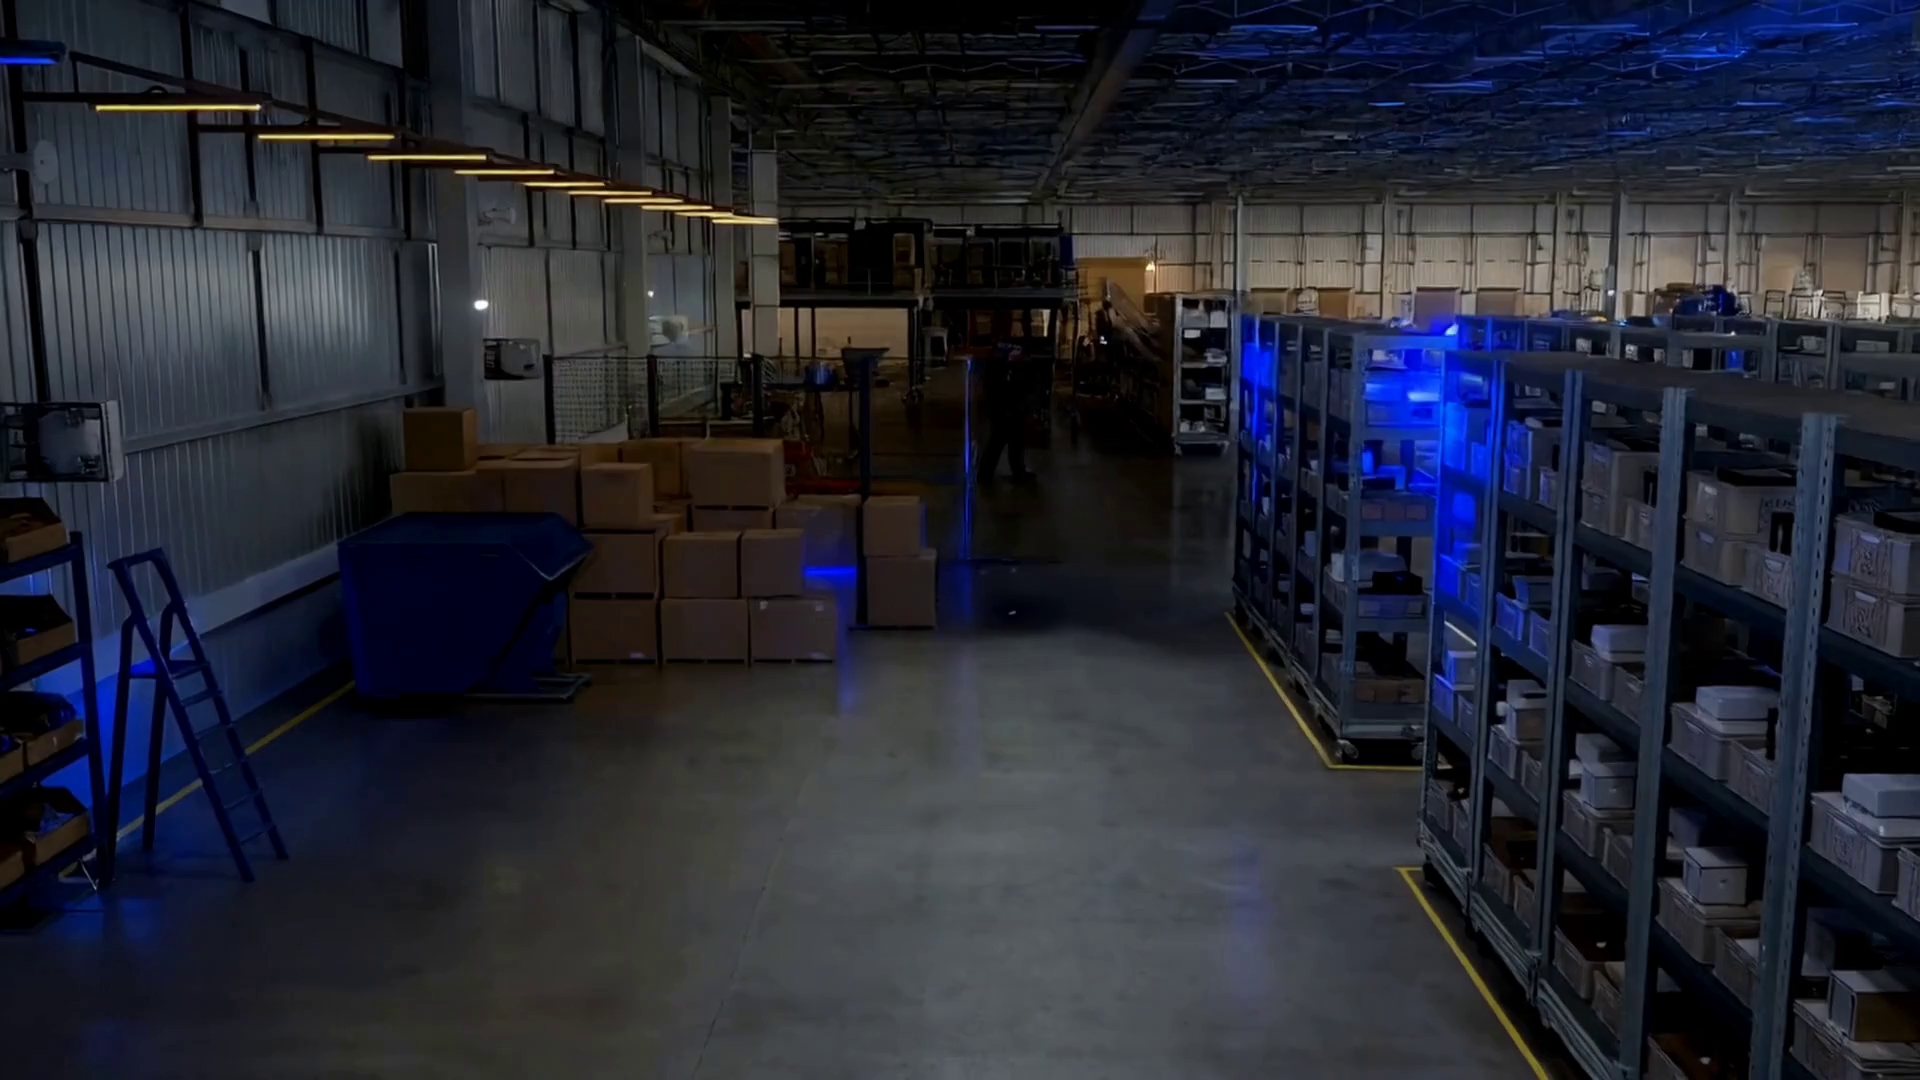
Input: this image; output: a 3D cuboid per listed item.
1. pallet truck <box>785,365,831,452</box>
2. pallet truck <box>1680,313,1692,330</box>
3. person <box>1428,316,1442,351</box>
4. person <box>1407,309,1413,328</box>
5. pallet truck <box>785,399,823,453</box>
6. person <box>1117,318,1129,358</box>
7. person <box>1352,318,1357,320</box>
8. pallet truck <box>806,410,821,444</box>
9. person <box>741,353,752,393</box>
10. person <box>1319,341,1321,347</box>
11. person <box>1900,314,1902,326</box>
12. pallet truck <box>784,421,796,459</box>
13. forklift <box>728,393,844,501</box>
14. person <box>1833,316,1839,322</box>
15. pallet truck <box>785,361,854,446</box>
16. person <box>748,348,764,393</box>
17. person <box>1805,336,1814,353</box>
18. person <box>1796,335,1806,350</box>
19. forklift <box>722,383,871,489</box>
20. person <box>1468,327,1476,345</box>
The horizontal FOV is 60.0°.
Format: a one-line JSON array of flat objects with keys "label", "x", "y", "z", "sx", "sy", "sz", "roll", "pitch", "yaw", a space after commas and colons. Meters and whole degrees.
[{"label": "pallet truck", "x": -3.774, "y": -2.976, "z": 37.635, "sx": 1.885, "sy": 1.965, "sz": 0.823, "roll": 1, "pitch": 9, "yaw": 5}, {"label": "pallet truck", "x": 36.315, "y": -10.531, "z": 84.244, "sx": 0.823, "sy": 1.965, "sz": 1.885, "roll": -6, "pitch": 11, "yaw": -33}, {"label": "person", "x": 24.183, "y": -10.549, "z": 85.017, "sx": 0.627, "sy": 1.793, "sz": 0.977, "roll": -9, "pitch": 13, "yaw": -43}, {"label": "person", "x": 25.595, "y": -12.176, "z": 94.639, "sx": 0.395, "sy": 1.920, "sz": 0.585, "roll": 6, "pitch": 11, "yaw": 31}, {"label": "pallet truck", "x": -3.814, "y": -2.432, "z": 36.419, "sx": 1.630, "sy": 1.274, "sz": 0.653, "roll": 0, "pitch": 9, "yaw": 1}, {"label": "person", "x": 7.657, "y": -9.471, "z": 78.051, "sx": 0.583, "sy": 1.882, "sz": 0.338, "roll": 3, "pitch": 10, "yaw": 19}, {"label": "person", "x": 18.321, "y": -9.442, "z": 77.811, "sx": 0.451, "sy": 1.914, "sz": 0.633, "roll": 0, "pitch": 9, "yaw": 1}, {"label": "pallet truck", "x": -3.559, "y": -2.018, "z": 33.905, "sx": 1.522, "sy": 1.261, "sz": 0.704, "roll": 0, "pitch": 9, "yaw": -1}, {"label": "person", "x": -5.705, "y": -4.119, "z": 45.038, "sx": 0.670, "sy": 1.880, "sz": 0.646, "roll": 2, "pitch": 9, "yaw": 13}, {"label": "person", "x": 14.323, "y": -7.392, "z": 65.110, "sx": 0.540, "sy": 1.930, "sz": 0.386, "roll": 0, "pitch": 9, "yaw": -1}, {"label": "person", "x": 52.260, "y": -11.730, "z": 92.611, "sx": 0.389, "sy": 1.685, "sz": 0.542, "roll": -5, "pitch": 11, "yaw": -30}, {"label": "pallet truck", "x": -4.013, "y": -1.793, "z": 32.705, "sx": 1.601, "sy": 1.201, "sz": 0.680, "roll": 0, "pitch": 9, "yaw": 1}, {"label": "forklift", "x": -2.979, "y": -1.316, "z": 26.476, "sx": 2.680, "sy": 1.987, "sz": 1.157, "roll": 0, "pitch": 9, "yaw": 1}, {"label": "person", "x": 43.336, "y": -10.202, "z": 82.664, "sx": 1.040, "sy": 1.856, "sz": 0.600, "roll": 0, "pitch": 9, "yaw": -2}, {"label": "pallet truck", "x": -3.410, "y": -3.193, "z": 38.978, "sx": 1.885, "sy": 1.965, "sz": 0.823, "roll": 0, "pitch": 9, "yaw": -1}, {"label": "person", "x": -5.455, "y": -4.064, "z": 44.205, "sx": 0.396, "sy": 2.042, "sz": 0.611, "roll": 5, "pitch": 11, "yaw": 29}, {"label": "person", "x": 30.388, "y": -6.415, "z": 59.603, "sx": 0.367, "sy": 1.750, "sz": 0.542, "roll": 6, "pitch": 11, "yaw": 34}, {"label": "person", "x": 30.741, "y": -6.686, "z": 60.909, "sx": 0.328, "sy": 1.873, "sz": 0.521, "roll": -2, "pitch": 9, "yaw": -10}, {"label": "forklift", "x": -2.893, "y": -1.687, "z": 28.729, "sx": 2.680, "sy": 1.987, "sz": 1.157, "roll": 0, "pitch": 9, "yaw": -1}, {"label": "person", "x": 20.419, "y": -7.585, "z": 66.452, "sx": 0.328, "sy": 1.876, "sz": 0.513, "roll": -2, "pitch": 9, "yaw": -12}]
